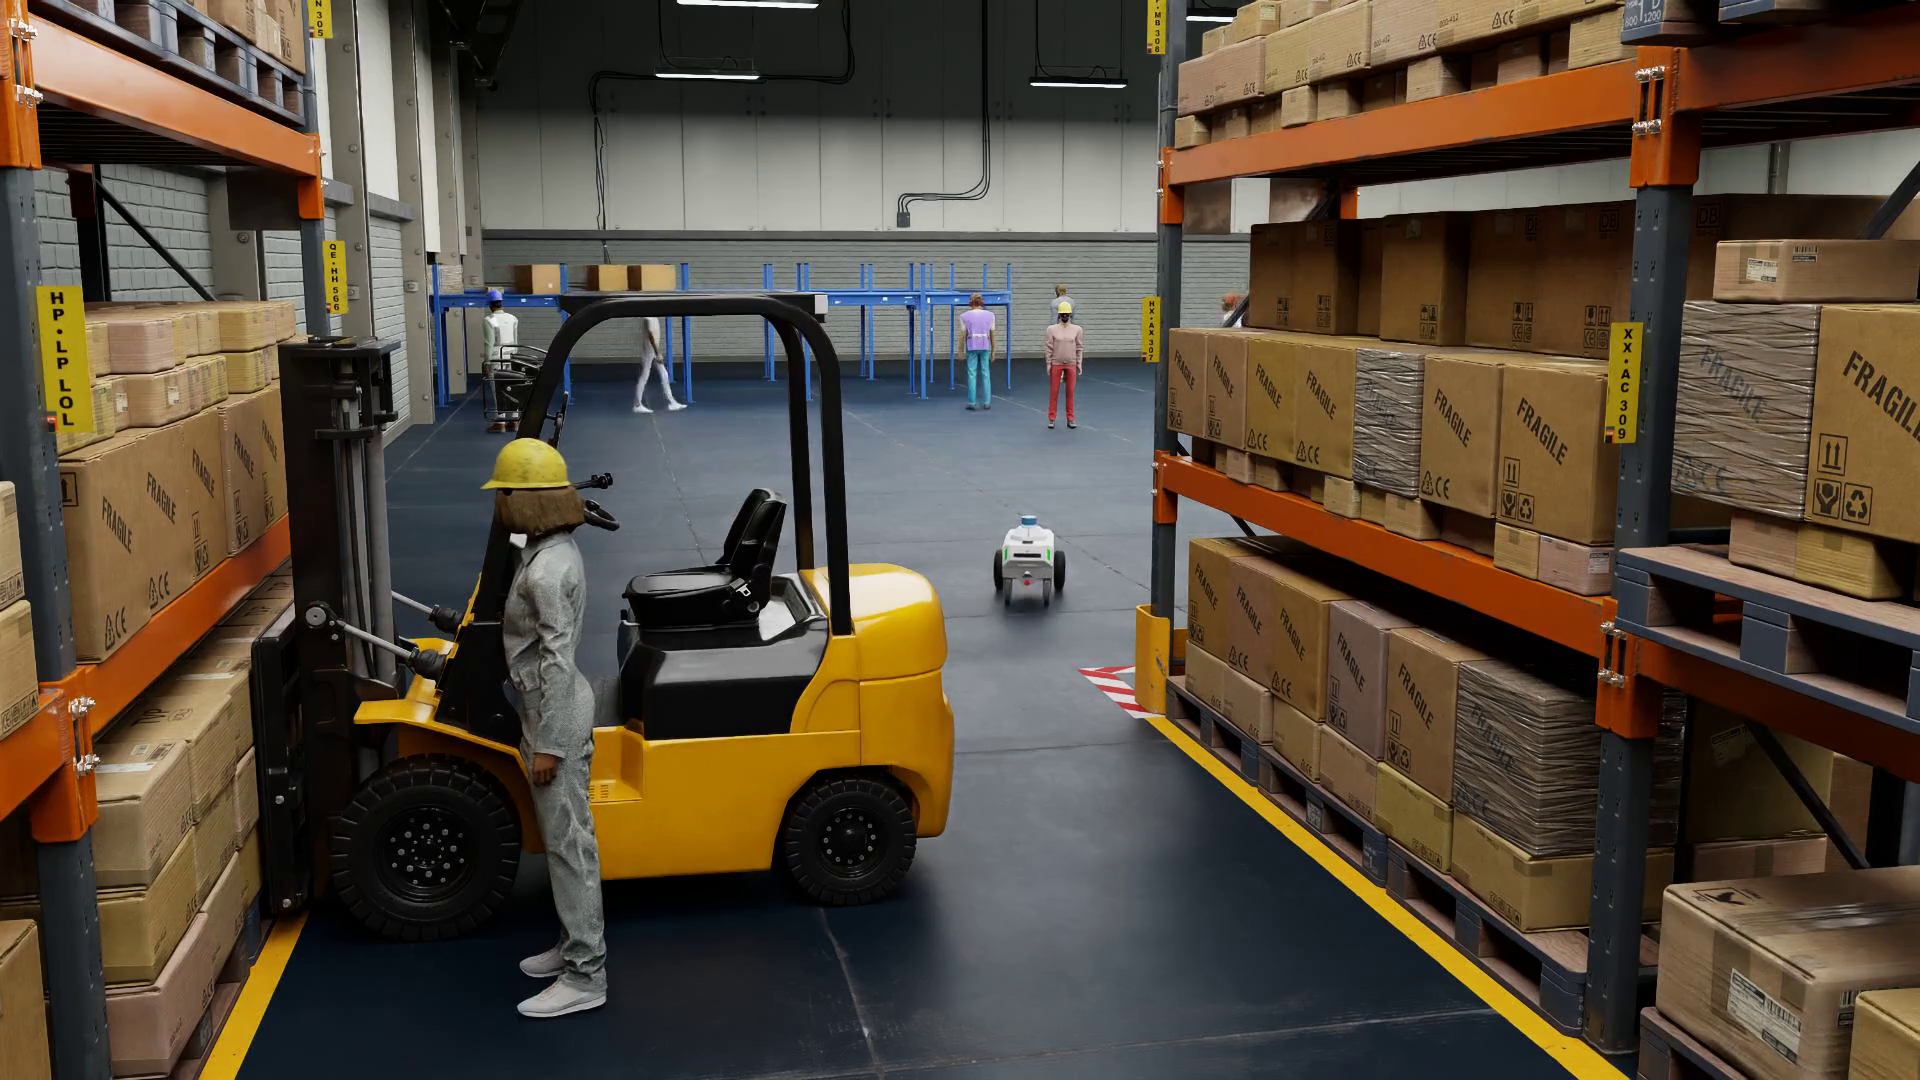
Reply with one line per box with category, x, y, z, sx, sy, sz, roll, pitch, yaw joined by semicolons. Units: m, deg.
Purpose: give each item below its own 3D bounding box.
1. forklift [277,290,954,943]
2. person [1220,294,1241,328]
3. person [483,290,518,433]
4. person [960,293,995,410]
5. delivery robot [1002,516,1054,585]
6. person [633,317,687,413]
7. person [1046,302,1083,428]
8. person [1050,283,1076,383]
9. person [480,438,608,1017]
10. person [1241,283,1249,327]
forklift;-1.179;0.175;6.143;2.313;2.155;1.214;-2;10;-12
person;4.279;-3.001;26.501;1.002;1.827;0.606;5;11;28
person;-6.297;-2.443;22.754;0.403;1.937;0.604;5;11;28
person;0.286;-2.994;26.400;0.570;1.840;0.373;-2;10;-13
delivery robot;0.474;0.076;11.444;0.477;0.478;0.707;1;9;4
person;-4.676;-2.883;25.750;0.910;1.830;0.493;1;9;4
person;1.466;-2.455;23.342;0.526;1.769;0.329;-1;9;-4
person;1.996;-4.066;32.654;0.627;1.935;0.371;-8;12;-40
person;-1.257;0.559;5.042;0.320;1.742;0.492;-2;10;-11
person;6.075;-4.367;34.292;1.022;2.000;0.694;-1;9;-9
